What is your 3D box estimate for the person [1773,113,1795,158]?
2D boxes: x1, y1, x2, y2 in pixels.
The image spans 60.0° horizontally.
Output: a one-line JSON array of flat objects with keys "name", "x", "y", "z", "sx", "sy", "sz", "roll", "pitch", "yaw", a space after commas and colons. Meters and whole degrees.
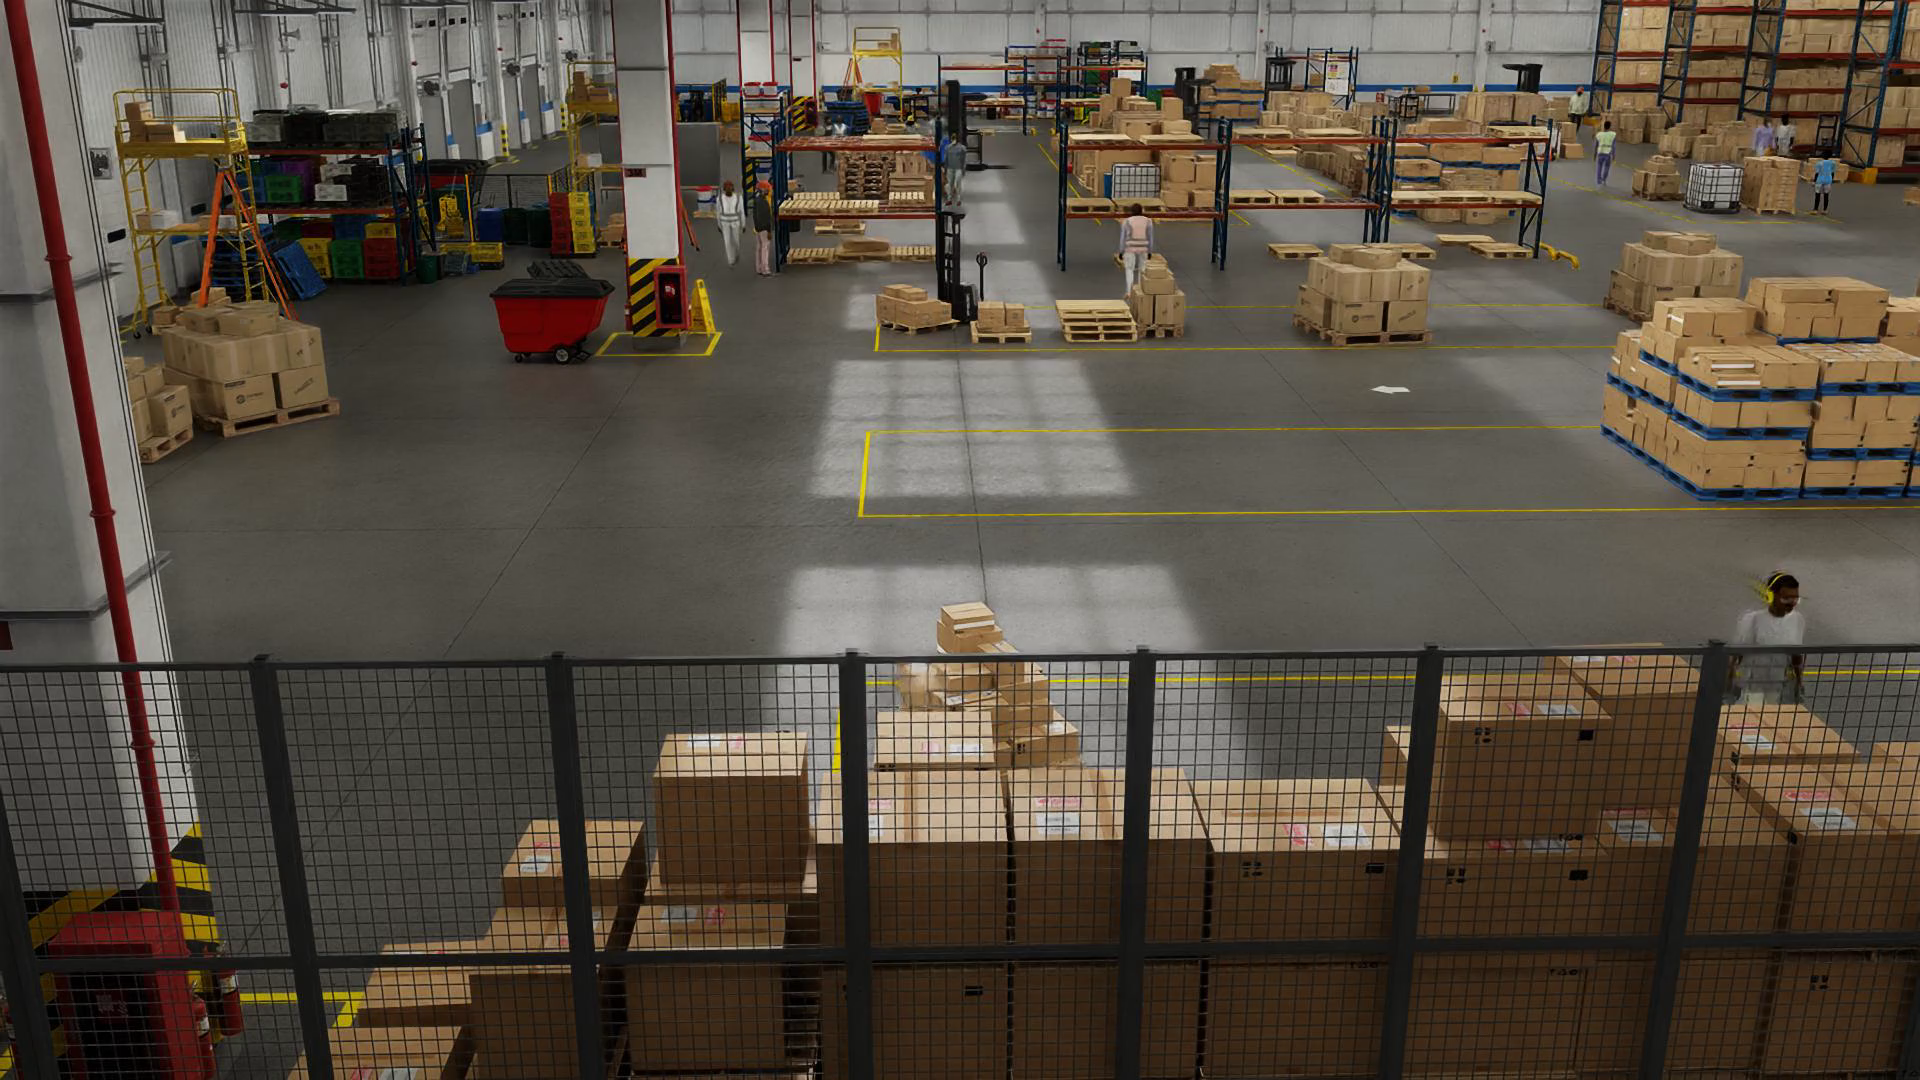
[{"name": "person", "x": 25.583, "y": -12.264, "z": 51.701, "sx": 0.462, "sy": 1.938, "sz": 0.640, "roll": -8, "pitch": 20, "yaw": -23}]

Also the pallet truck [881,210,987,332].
[{"name": "pallet truck", "x": -0.493, "y": -4.759, "z": 29.349, "sx": 1.885, "sy": 1.965, "sz": 0.823, "roll": -13, "pitch": 23, "yaw": -34}]

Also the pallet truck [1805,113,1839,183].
[{"name": "pallet truck", "x": 26.403, "y": -11.957, "z": 50.702, "sx": 0.823, "sy": 1.965, "sz": 1.885, "roll": 6, "pitch": 19, "yaw": 16}]

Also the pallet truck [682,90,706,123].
[{"name": "pallet truck", "x": -9.671, "y": -15.907, "z": 62.421, "sx": 0.823, "sy": 1.965, "sz": 1.885, "roll": 5, "pitch": 19, "yaw": 15}]

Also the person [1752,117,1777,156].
[{"name": "person", "x": 24.709, "y": -12.009, "z": 51.033, "sx": 0.629, "sy": 1.876, "sz": 1.032, "roll": -8, "pitch": 20, "yaw": -22}]

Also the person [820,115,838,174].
[{"name": "person", "x": -4.119, "y": -12.433, "z": 52.389, "sx": 0.523, "sy": 1.812, "sz": 0.781, "roll": -17, "pitch": 25, "yaw": -40}]

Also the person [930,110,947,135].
[{"name": "person", "x": -0.706, "y": -12.909, "z": 53.689, "sx": 0.654, "sy": 1.903, "sz": 0.477, "roll": -11, "pitch": 22, "yaw": -31}]

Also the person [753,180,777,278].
[{"name": "person", "x": -4.025, "y": -6.395, "z": 34.205, "sx": 0.397, "sy": 1.992, "sz": 0.623, "roll": -11, "pitch": 21, "yaw": -29}]

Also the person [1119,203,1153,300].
[{"name": "person", "x": 3.375, "y": -5.543, "z": 31.938, "sx": 0.633, "sy": 1.834, "sz": 0.431, "roll": -4, "pitch": 19, "yaw": -12}]

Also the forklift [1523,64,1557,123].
[{"name": "forklift", "x": 21.841, "y": -16.790, "z": 63.680, "sx": 1.873, "sy": 2.768, "sz": 1.129, "roll": 0, "pitch": 19, "yaw": -1}]

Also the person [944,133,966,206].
[{"name": "person", "x": -0.141, "y": -10.059, "z": 45.172, "sx": 0.627, "sy": 1.934, "sz": 0.372, "roll": 6, "pitch": 19, "yaw": 16}]

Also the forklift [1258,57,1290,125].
[{"name": "forklift", "x": 13.132, "y": -18.622, "z": 69.114, "sx": 1.129, "sy": 2.768, "sz": 1.873, "roll": -1, "pitch": 19, "yaw": -1}]

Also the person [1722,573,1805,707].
[{"name": "person", "x": 5.923, "y": 1.147, "z": 12.067, "sx": 0.554, "sy": 1.838, "sz": 0.859, "roll": -5, "pitch": 19, "yaw": -15}]

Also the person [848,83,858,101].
[{"name": "person", "x": -4.332, "y": -17.535, "z": 67.410, "sx": 0.534, "sy": 1.895, "sz": 0.572, "roll": -5, "pitch": 19, "yaw": -13}]

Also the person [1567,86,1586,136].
[{"name": "person", "x": 23.877, "y": -16.578, "z": 64.438, "sx": 0.661, "sy": 1.979, "sz": 0.590, "roll": 5, "pitch": 19, "yaw": 16}]

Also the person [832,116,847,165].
[{"name": "person", "x": -3.981, "y": -13.209, "z": 55.017, "sx": 0.517, "sy": 1.605, "sz": 0.769, "roll": -4, "pitch": 19, "yaw": -12}]

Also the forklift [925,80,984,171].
[{"name": "forklift", "x": -0.204, "y": -13.247, "z": 53.168, "sx": 1.873, "sy": 2.768, "sz": 1.129, "roll": -1, "pitch": 19, "yaw": -3}]

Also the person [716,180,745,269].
[{"name": "person", "x": -4.874, "y": -6.749, "z": 35.480, "sx": 0.592, "sy": 1.861, "sz": 0.753, "roll": -1, "pitch": 19, "yaw": -3}]

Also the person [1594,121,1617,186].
[{"name": "person", "x": 19.240, "y": -11.539, "z": 49.624, "sx": 0.623, "sy": 1.894, "sz": 0.707, "roll": 9, "pitch": 21, "yaw": 25}]

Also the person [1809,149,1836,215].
[{"name": "person", "x": 22.515, "y": -9.330, "z": 43.374, "sx": 0.532, "sy": 1.697, "sz": 0.319, "roll": -1, "pitch": 19, "yaw": -2}]

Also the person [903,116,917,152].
[{"name": "person", "x": -1.589, "y": -12.769, "z": 53.520, "sx": 0.480, "sy": 1.734, "sz": 0.334, "roll": -8, "pitch": 20, "yaw": -22}]

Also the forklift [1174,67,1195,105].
[{"name": "forklift", "x": 8.189, "y": -15.896, "z": 61.028, "sx": 1.873, "sy": 2.768, "sz": 1.129, "roll": 14, "pitch": 23, "yaw": 36}]
